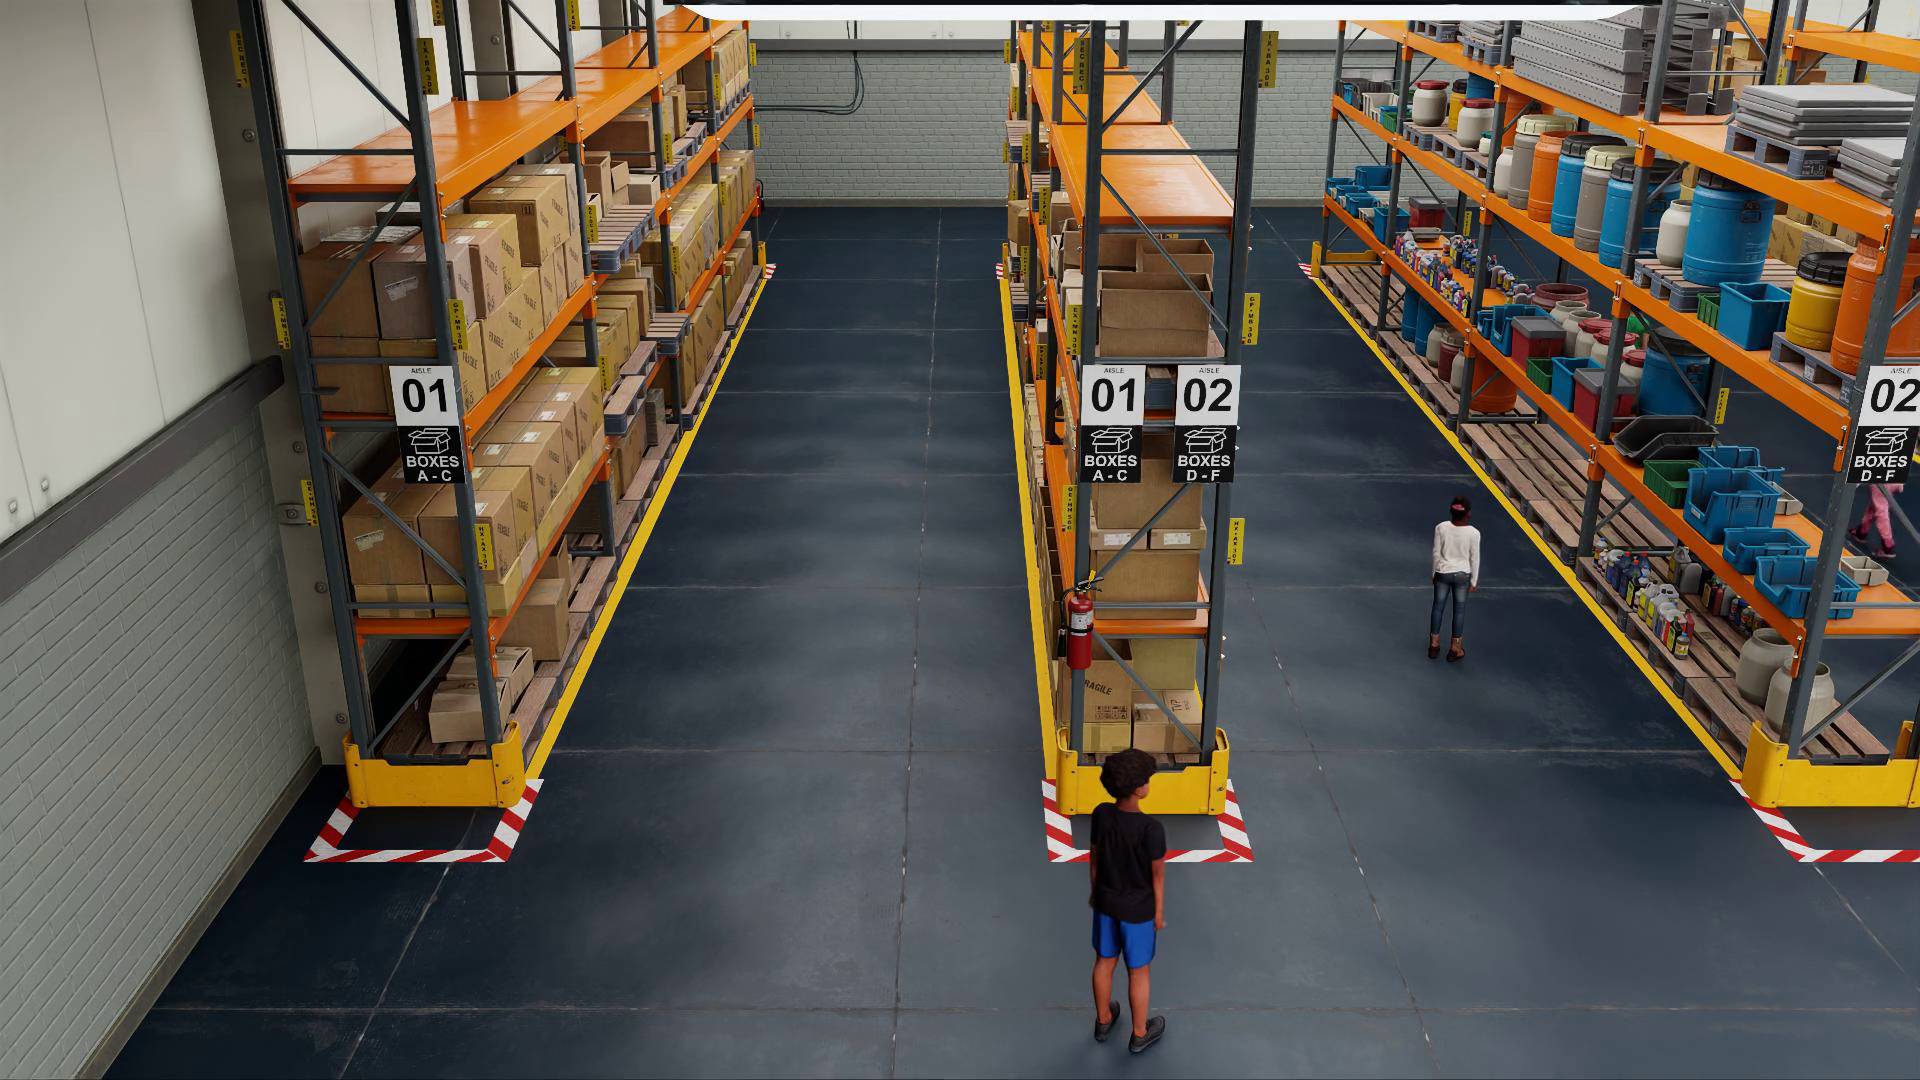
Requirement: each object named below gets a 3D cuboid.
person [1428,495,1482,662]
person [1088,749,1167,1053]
[{"bbox_3d":[4.023,0.301,13.579,0.602,1.421,0.619,11,25,26],"label":"person"},{"bbox_3d":[0.895,1.960,9.032,0.696,1.794,0.727,13,26,30],"label":"person"}]
